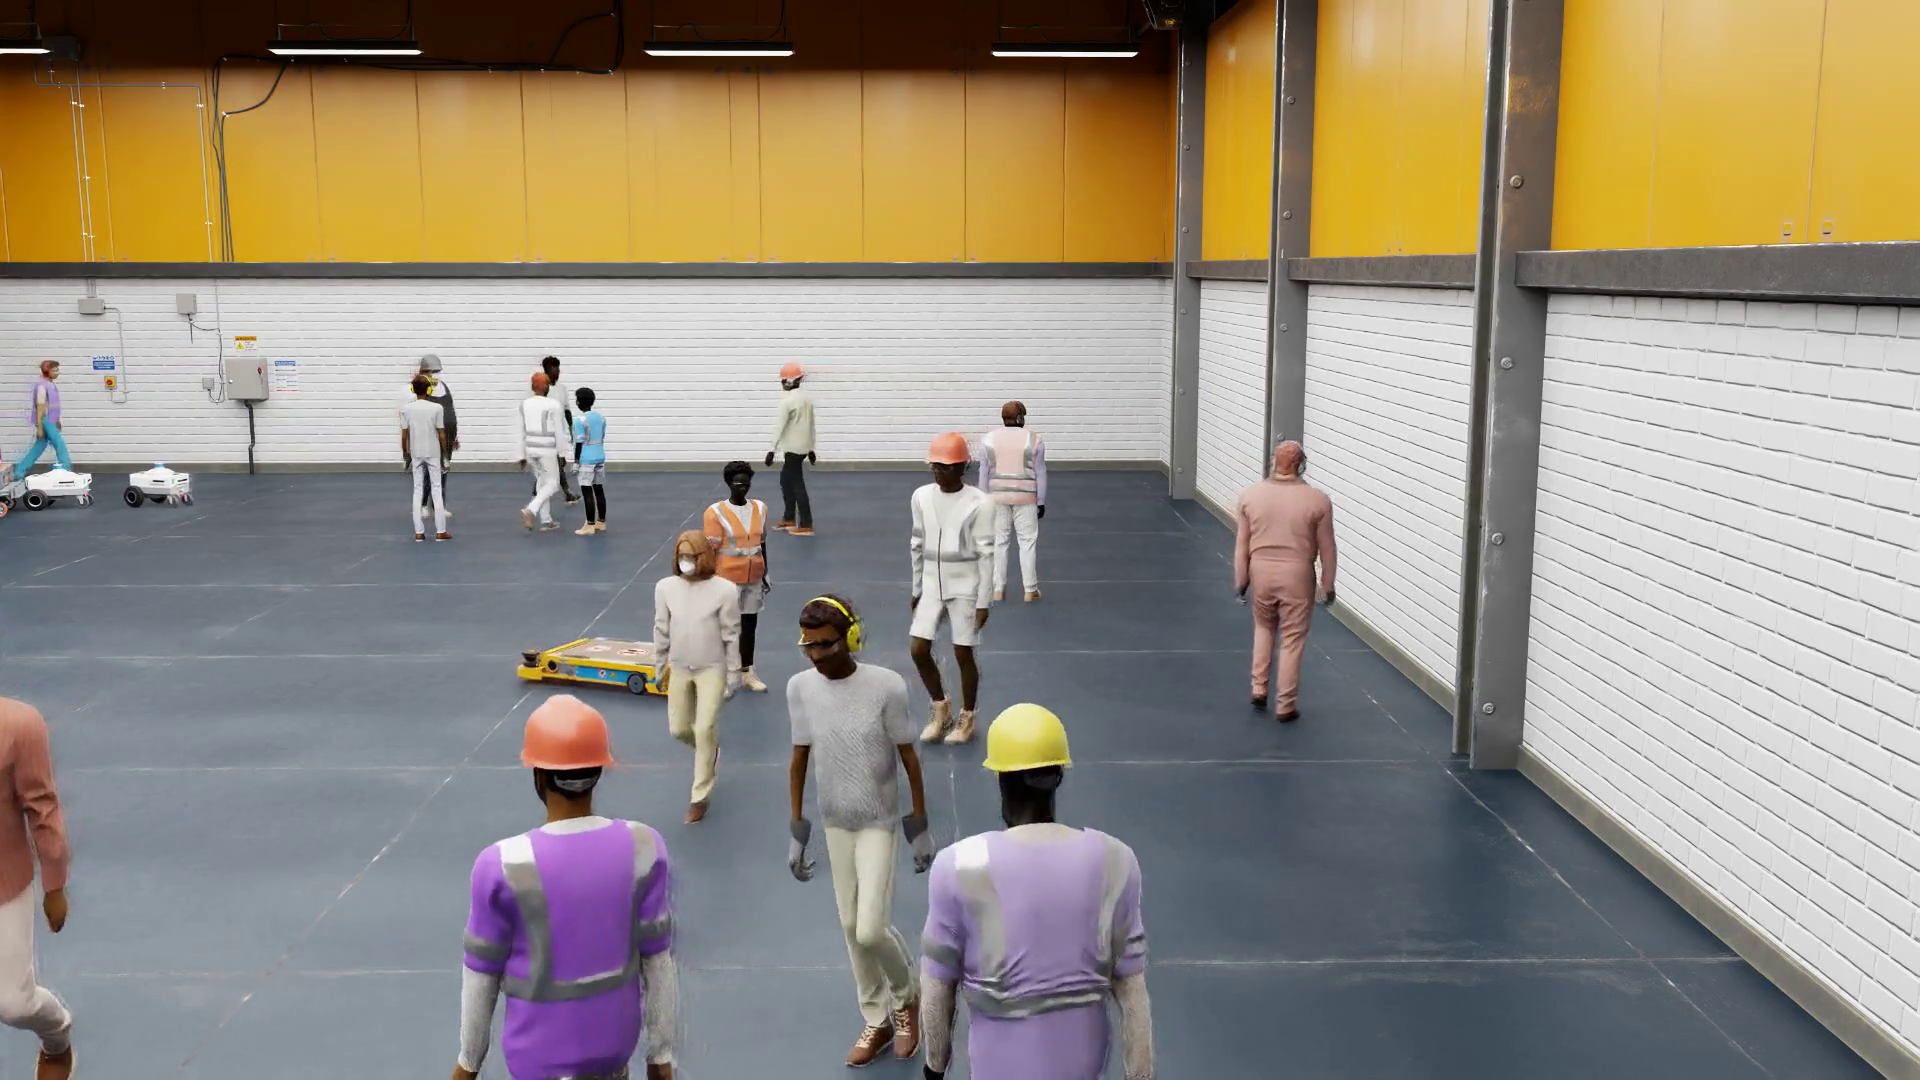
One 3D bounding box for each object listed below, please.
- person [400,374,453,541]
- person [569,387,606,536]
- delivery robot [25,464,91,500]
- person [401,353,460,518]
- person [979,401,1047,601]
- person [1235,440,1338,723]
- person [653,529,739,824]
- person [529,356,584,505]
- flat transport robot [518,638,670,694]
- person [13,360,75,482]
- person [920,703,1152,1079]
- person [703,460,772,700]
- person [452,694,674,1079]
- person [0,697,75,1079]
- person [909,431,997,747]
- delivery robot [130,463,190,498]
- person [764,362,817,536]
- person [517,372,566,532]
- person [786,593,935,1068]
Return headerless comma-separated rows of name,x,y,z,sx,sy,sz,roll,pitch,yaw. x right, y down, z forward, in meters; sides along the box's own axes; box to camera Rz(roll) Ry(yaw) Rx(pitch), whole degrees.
person,-5.959,-0.913,18.541,0.520,1.873,0.328,0,9,-2
person,-4.236,-0.889,18.956,0.318,1.696,0.569,4,10,22
delivery robot,-11.420,-0.717,21.080,0.707,0.478,0.477,-3,10,-16
person,-6.355,-1.262,20.160,0.537,2.000,0.687,5,11,29
person,0.491,-0.352,15.207,0.621,1.840,0.430,2,10,13
person,2.210,0.272,11.219,0.666,1.890,0.540,5,11,28
person,-1.448,0.725,9.284,0.503,1.614,0.585,2,10,14
person,-5.247,-1.418,21.513,0.995,1.911,0.625,5,10,28
flat transport robot,-2.473,0.911,12.249,1.431,0.197,0.652,4,10,23
person,-12.727,-1.609,23.072,0.941,1.794,0.652,-3,10,-19
person,0.245,1.402,4.372,0.599,1.882,0.889,-3,10,-19
person,-1.572,0.271,11.803,0.539,1.698,0.318,-8,12,-40
person,-1.026,1.367,4.520,0.553,1.896,0.986,-7,12,-38
person,-3.338,1.148,5.622,0.619,1.968,0.655,-2,9,-12
person,-0.079,0.322,10.501,0.653,2.021,0.553,5,11,30
delivery robot,-10.227,-0.746,21.258,0.707,0.478,0.477,3,10,15
person,-1.992,-1.031,18.951,0.756,1.966,0.620,3,10,18
person,-4.834,-0.994,19.059,0.571,1.863,0.689,5,10,26
person,-0.394,1.099,6.295,0.557,1.837,0.433,4,10,26
